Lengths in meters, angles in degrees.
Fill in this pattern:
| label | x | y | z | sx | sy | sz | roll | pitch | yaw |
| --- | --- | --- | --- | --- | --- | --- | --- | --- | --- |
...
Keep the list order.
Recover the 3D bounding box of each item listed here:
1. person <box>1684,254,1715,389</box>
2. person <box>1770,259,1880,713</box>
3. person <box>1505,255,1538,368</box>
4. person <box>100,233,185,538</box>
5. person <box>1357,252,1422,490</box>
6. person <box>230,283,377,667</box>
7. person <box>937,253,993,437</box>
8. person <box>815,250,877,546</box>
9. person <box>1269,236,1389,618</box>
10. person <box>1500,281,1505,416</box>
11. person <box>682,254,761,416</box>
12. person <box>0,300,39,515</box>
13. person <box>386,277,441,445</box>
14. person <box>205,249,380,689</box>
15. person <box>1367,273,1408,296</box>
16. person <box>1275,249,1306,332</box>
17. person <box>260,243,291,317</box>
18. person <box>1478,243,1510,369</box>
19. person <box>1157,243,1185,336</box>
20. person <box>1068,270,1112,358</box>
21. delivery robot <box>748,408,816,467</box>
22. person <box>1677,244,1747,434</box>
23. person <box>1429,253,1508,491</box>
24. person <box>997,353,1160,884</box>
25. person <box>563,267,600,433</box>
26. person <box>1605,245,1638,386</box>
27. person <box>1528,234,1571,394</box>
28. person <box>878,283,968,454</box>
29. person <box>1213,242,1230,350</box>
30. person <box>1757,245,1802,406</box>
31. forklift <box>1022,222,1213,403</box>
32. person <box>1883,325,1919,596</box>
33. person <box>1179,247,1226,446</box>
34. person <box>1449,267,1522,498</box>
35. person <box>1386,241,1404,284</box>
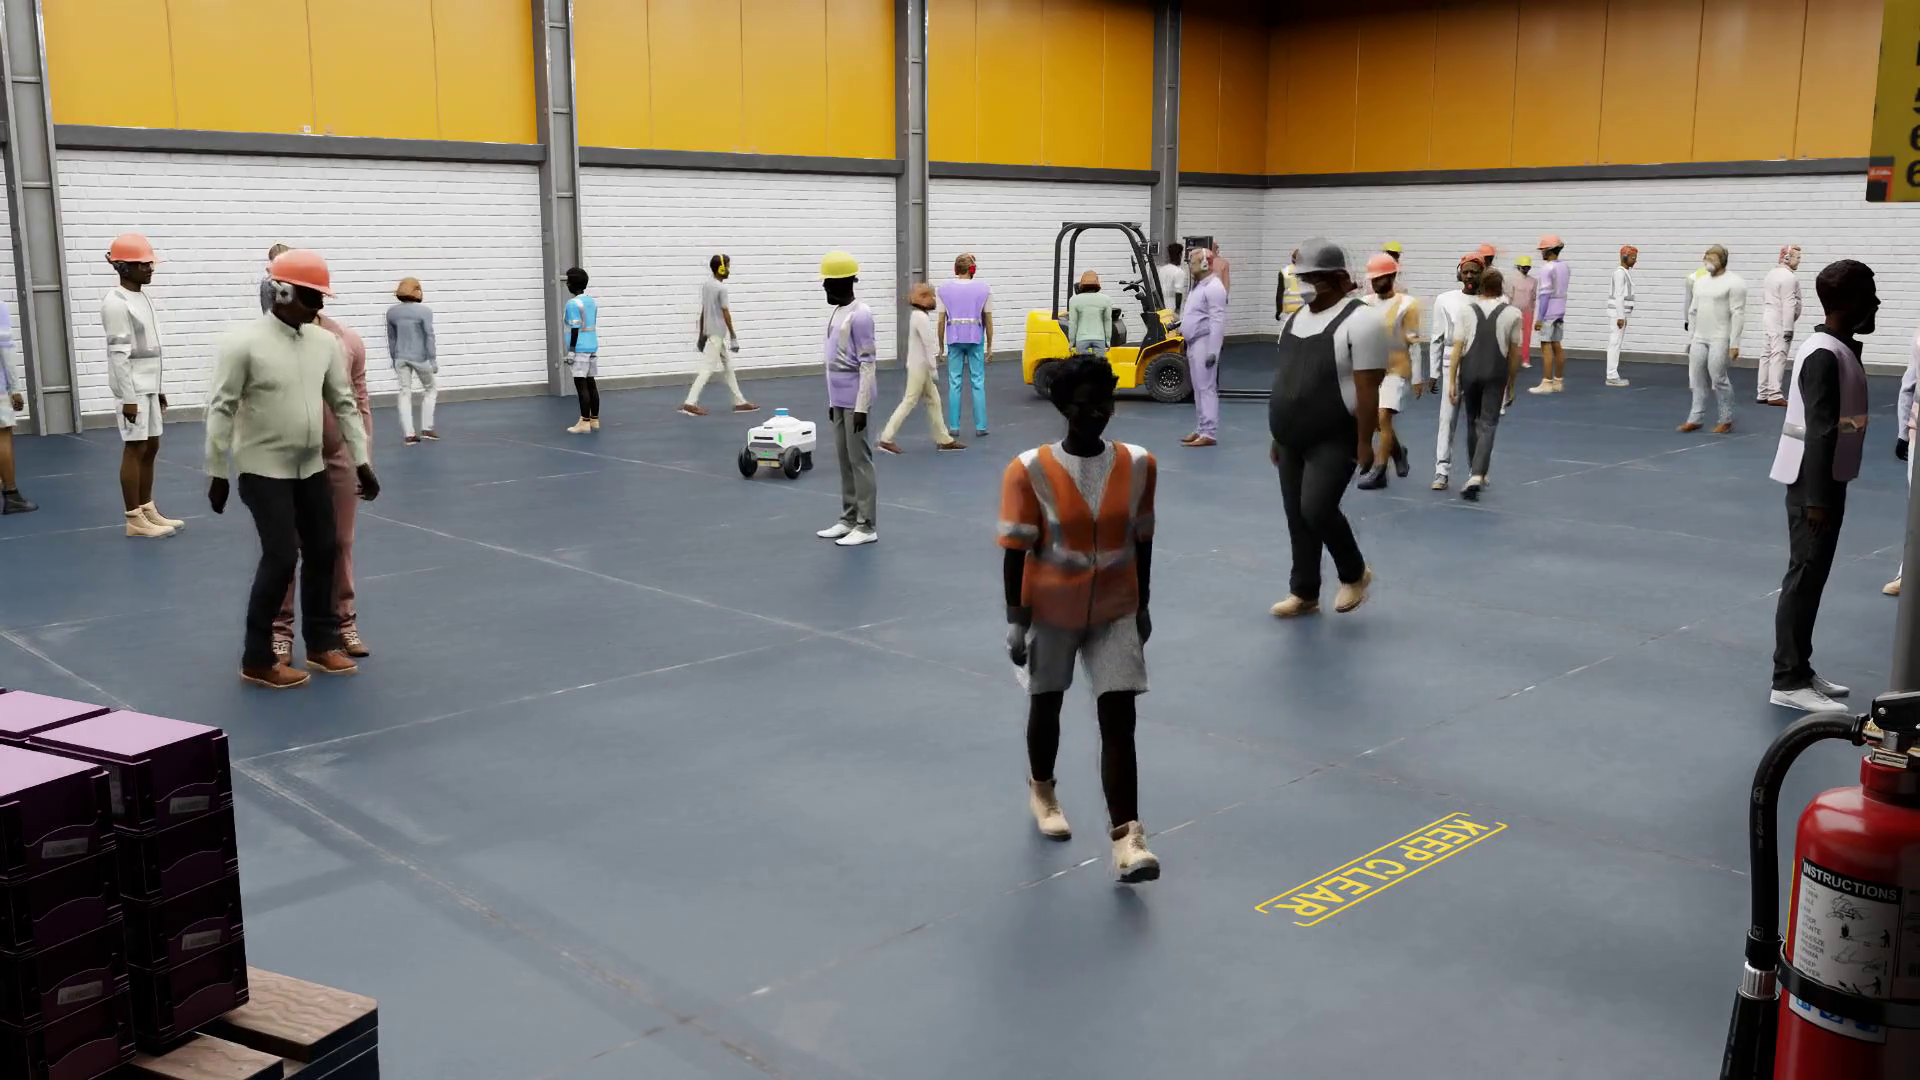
| label | x | y | z | sx | sy | sz | roll | pitch | yaw |
| --- | --- | --- | --- | --- | --- | --- | --- | --- | --- |
| person | 9.882 | -2.904 | 21.938 | 0.621 | 1.840 | 0.430 | 8 | 13 | 36 |
| person | 3.691 | -0.232 | 7.134 | 0.386 | 1.921 | 0.595 | 6 | 12 | 30 |
| person | 8.629 | -3.542 | 25.712 | 0.525 | 1.734 | 0.816 | -1 | 10 | -5 |
| person | -5.475 | -1.019 | 11.140 | 0.393 | 2.038 | 0.606 | -1 | 10 | -7 |
| person | 3.503 | -1.375 | 13.472 | 0.588 | 1.898 | 0.870 | 10 | 14 | 44 |
| person | -3.085 | -0.357 | 7.861 | 0.652 | 1.906 | 0.403 | -7 | 13 | -34 |
| person | 0.048 | -1.948 | 16.713 | 0.564 | 1.840 | 0.394 | 1 | 10 | 3 |
| person | -0.740 | -0.924 | 10.899 | 0.383 | 1.923 | 0.590 | -4 | 11 | -22 |
| person | 1.858 | -0.581 | 8.710 | 0.537 | 2.000 | 0.698 | -6 | 12 | -30 |
| person | 5.938 | -2.188 | 18.603 | 0.521 | 1.632 | 0.323 | -10 | 14 | -42 |
| person | -2.743 | -2.311 | 18.790 | 0.995 | 1.824 | 0.522 | -6 | 12 | -30 |
| person | -7.128 | -1.141 | 12.137 | 0.625 | 1.911 | 0.461 | 1 | 10 | 3 |
| person | -5.299 | -1.749 | 16.212 | 0.533 | 1.611 | 0.523 | 2 | 11 | 11 |
| person | -2.975 | -0.309 | 7.448 | 0.514 | 1.960 | 0.640 | 4 | 11 | 21 |
| person | 5.280 | -2.627 | 20.656 | 0.525 | 1.758 | 0.511 | 0 | 10 | 0 |
| person | 5.048 | -3.457 | 24.999 | 0.658 | 1.817 | 0.682 | 0 | 10 | 1 |
| person | -6.714 | -1.967 | 16.550 | 0.371 | 1.941 | 0.627 | -9 | 14 | -42 |
| person | 7.777 | -3.406 | 24.489 | 0.897 | 1.909 | 0.560 | 5 | 11 | 24 |
| person | 3.108 | -3.404 | 24.478 | 1.029 | 1.914 | 0.602 | -9 | 13 | -39 |
| person | 1.474 | -2.242 | 18.880 | 0.498 | 1.633 | 0.286 | -1 | 10 | -3 |
| delivery robot | -1.502 | -0.873 | 14.103 | 0.477 | 0.478 | 0.707 | 4 | 11 | 21 |
| person | 7.679 | -2.043 | 16.977 | 0.384 | 1.939 | 0.637 | -4 | 11 | -21 |
| person | 4.019 | -1.324 | 13.188 | 0.583 | 1.882 | 0.338 | 3 | 11 | 17 |
| person | 0.392 | 0.239 | 5.273 | 0.550 | 1.647 | 0.885 | -2 | 11 | -12 |
| person | -3.890 | -1.942 | 17.070 | 0.315 | 1.696 | 0.541 | 2 | 11 | 11 |
| person | 8.935 | -3.030 | 22.485 | 0.354 | 1.887 | 0.572 | 5 | 11 | 23 |
| person | 7.520 | -2.881 | 21.256 | 0.614 | 2.038 | 0.396 | -10 | 14 | -42 |
| person | -0.377 | -1.588 | 15.440 | 0.867 | 1.588 | 0.520 | -2 | 11 | -9 |
| person | 4.458 | -4.322 | 29.479 | 0.642 | 1.909 | 0.399 | 3 | 11 | 16 |
| person | 9.797 | -2.548 | 19.824 | 0.399 | 1.903 | 0.642 | 1 | 10 | 4 |
| forklift | 1.935 | -2.847 | 20.651 | 2.313 | 2.155 | 1.214 | 2 | 11 | 13 |
| person | 5.472 | -0.563 | 9.161 | 0.429 | 1.839 | 0.633 | -7 | 13 | -34 |
| person | 2.323 | -1.856 | 16.044 | 0.403 | 1.907 | 0.651 | -1 | 10 | -8 |
| person | 4.076 | -1.229 | 12.981 | 0.506 | 1.791 | 0.957 | 5 | 11 | 24 |
| person | 7.112 | -3.950 | 27.406 | 0.481 | 1.912 | 0.598 | -3 | 11 | -16 |
